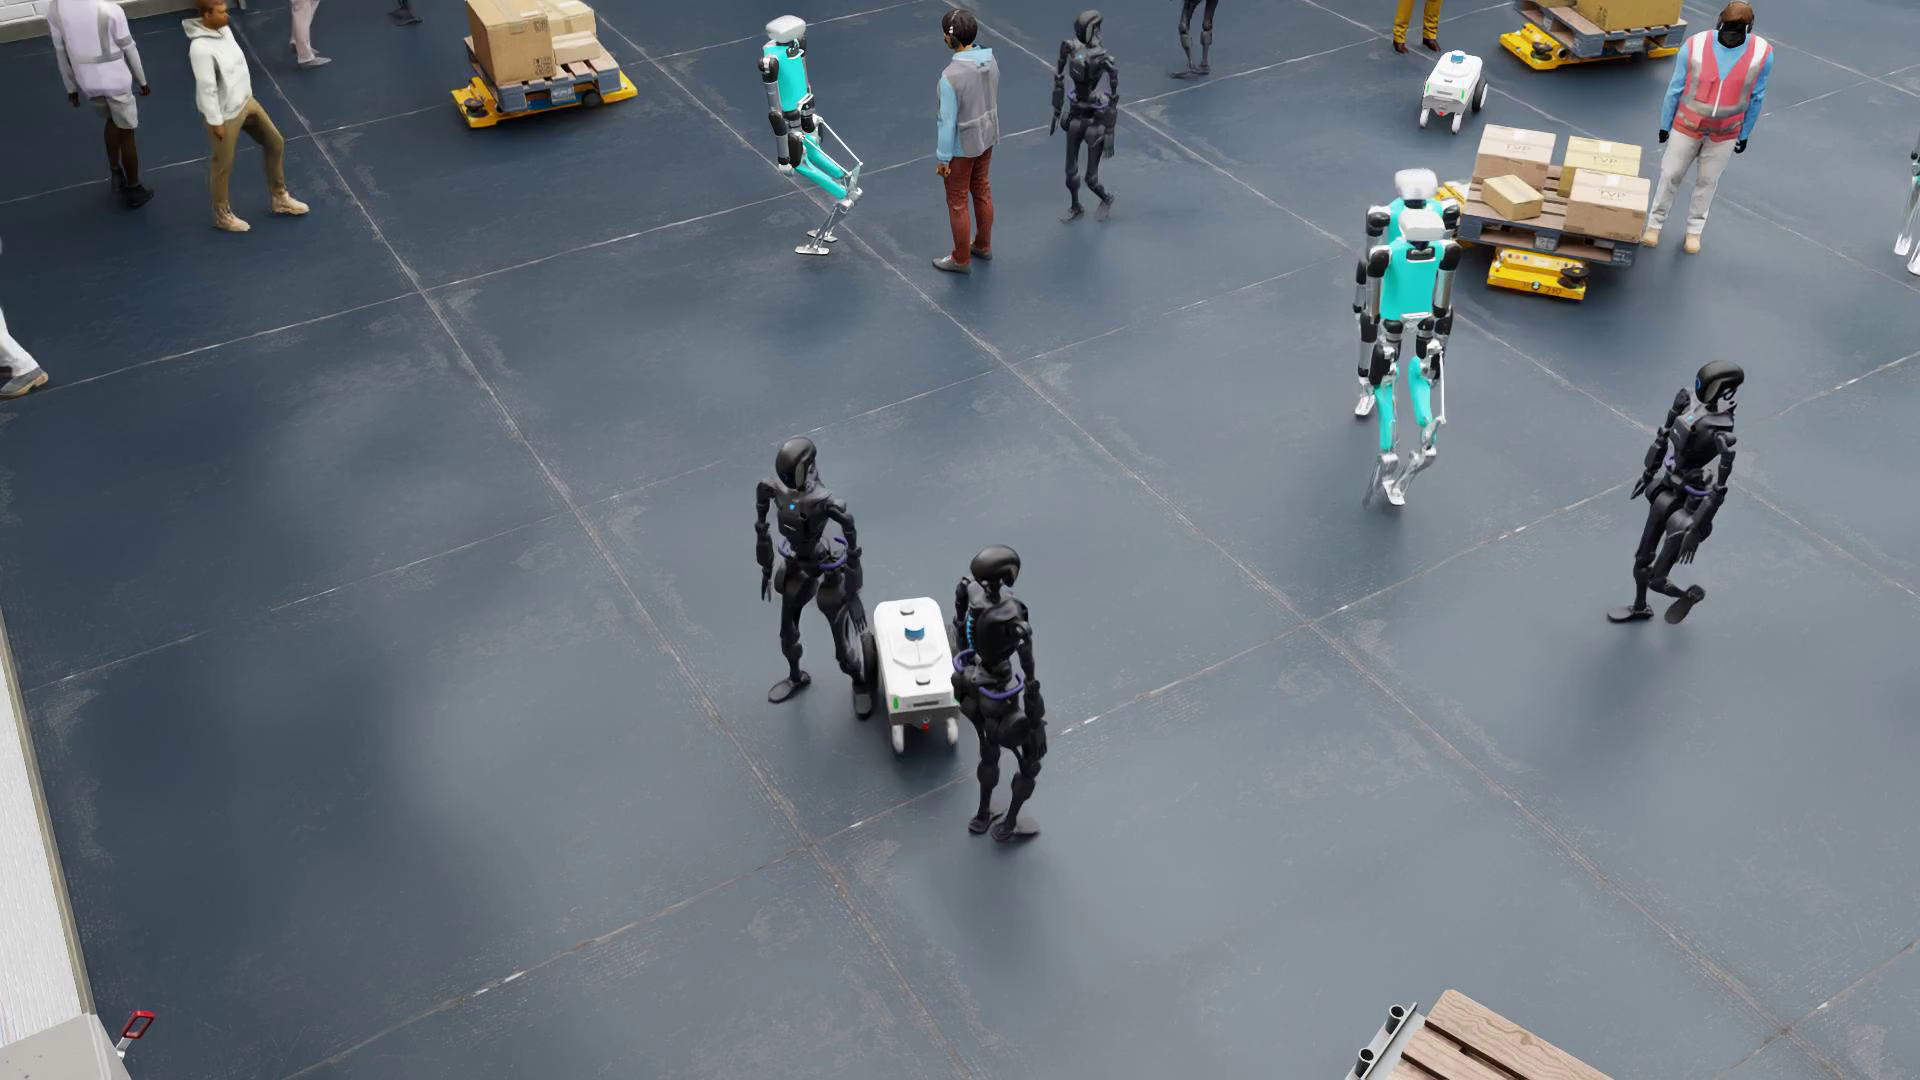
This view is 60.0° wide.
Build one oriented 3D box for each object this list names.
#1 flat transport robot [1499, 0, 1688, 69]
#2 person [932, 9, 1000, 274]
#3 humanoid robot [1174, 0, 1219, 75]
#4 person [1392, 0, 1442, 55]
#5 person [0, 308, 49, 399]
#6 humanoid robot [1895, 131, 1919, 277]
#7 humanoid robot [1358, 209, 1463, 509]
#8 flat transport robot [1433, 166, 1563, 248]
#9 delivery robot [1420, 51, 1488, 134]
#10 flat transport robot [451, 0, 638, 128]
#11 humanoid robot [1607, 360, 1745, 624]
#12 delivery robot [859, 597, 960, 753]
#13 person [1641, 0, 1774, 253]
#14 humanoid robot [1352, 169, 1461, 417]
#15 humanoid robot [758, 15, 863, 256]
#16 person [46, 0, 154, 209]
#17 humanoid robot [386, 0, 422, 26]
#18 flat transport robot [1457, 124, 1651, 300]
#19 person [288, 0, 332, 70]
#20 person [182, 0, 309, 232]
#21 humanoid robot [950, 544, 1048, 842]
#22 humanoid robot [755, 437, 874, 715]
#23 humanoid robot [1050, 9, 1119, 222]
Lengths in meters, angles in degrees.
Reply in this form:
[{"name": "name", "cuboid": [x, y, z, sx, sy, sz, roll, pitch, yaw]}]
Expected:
[{"name": "flat transport robot", "cuboid": [5.675, -4.506, 14.978, 1.431, 0.231, 0.659, -9, 39, -11]}, {"name": "person", "cuboid": [0.049, -2.707, 11.422, 0.419, 1.870, 0.543, 26, 45, 29]}, {"name": "humanoid robot", "cuboid": [2.102, -4.806, 14.221, 0.605, 1.637, 0.427, -22, 43, -25]}, {"name": "person", "cuboid": [4.150, -5.150, 14.603, 0.527, 1.750, 0.343, -8, 39, -10]}, {"name": "person", "cuboid": [-6.170, -1.756, 10.219, 0.479, 1.872, 0.622, -5, 39, -6]}, {"name": "humanoid robot", "cuboid": [6.899, -2.705, 11.522, 0.538, 1.742, 0.933, 20, 42, 23]}, {"name": "humanoid robot", "cuboid": [2.517, -0.855, 9.242, 0.531, 1.846, 0.792, -7, 39, -9]}, {"name": "flat transport robot", "cuboid": [4.156, -2.487, 12.429, 1.431, 0.231, 0.659, -10, 39, -12]}, {"name": "delivery robot", "cuboid": [4.089, -3.769, 13.815, 0.499, 0.592, 0.774, 16, 41, 19]}, {"name": "flat transport robot", "cuboid": [-3.534, -3.832, 14.127, 1.431, 0.231, 0.659, -17, 42, -21]}, {"name": "humanoid robot", "cuboid": [3.702, -0.219, 8.432, 0.460, 1.638, 0.591, -7, 39, -9]}, {"name": "delivery robot", "cuboid": [-0.225, 0.624, 8.277, 0.499, 0.599, 0.784, -6, 39, -8]}, {"name": "person", "cuboid": [5.240, -2.894, 11.689, 0.630, 1.836, 0.431, 12, 40, 15]}, {"name": "humanoid robot", "cuboid": [2.550, -1.500, 10.029, 0.568, 1.801, 0.812, -5, 39, -6]}, {"name": "humanoid robot", "cuboid": [-0.958, -2.745, 11.470, 0.735, 1.673, 0.533, 14, 40, 17]}, {"name": "person", "cuboid": [-6.261, -3.380, 12.234, 0.552, 1.912, 0.476, 2, 38, 3]}, {"name": "humanoid robot", "cuboid": [-5.199, -5.521, 15.122, 0.343, 1.656, 0.601, -16, 41, -19]}, {"name": "flat transport robot", "cuboid": [4.256, -2.200, 12.068, 0.659, 0.231, 1.431, 13, 40, 16]}, {"name": "person", "cuboid": [-5.728, -4.925, 14.257, 0.470, 1.821, 0.573, -26, 45, -29]}, {"name": "person", "cuboid": [-5.204, -3.078, 11.999, 0.752, 1.734, 0.573, 6, 39, 7]}, {"name": "humanoid robot", "cuboid": [0.160, 0.672, 7.324, 0.335, 1.649, 0.599, -25, 45, -28]}, {"name": "humanoid robot", "cuboid": [-0.687, 0.163, 7.949, 0.601, 1.635, 0.383, 16, 41, 19]}, {"name": "humanoid robot", "cuboid": [0.938, -3.066, 12.044, 0.588, 1.646, 0.438, 27, 46, 30]}]
